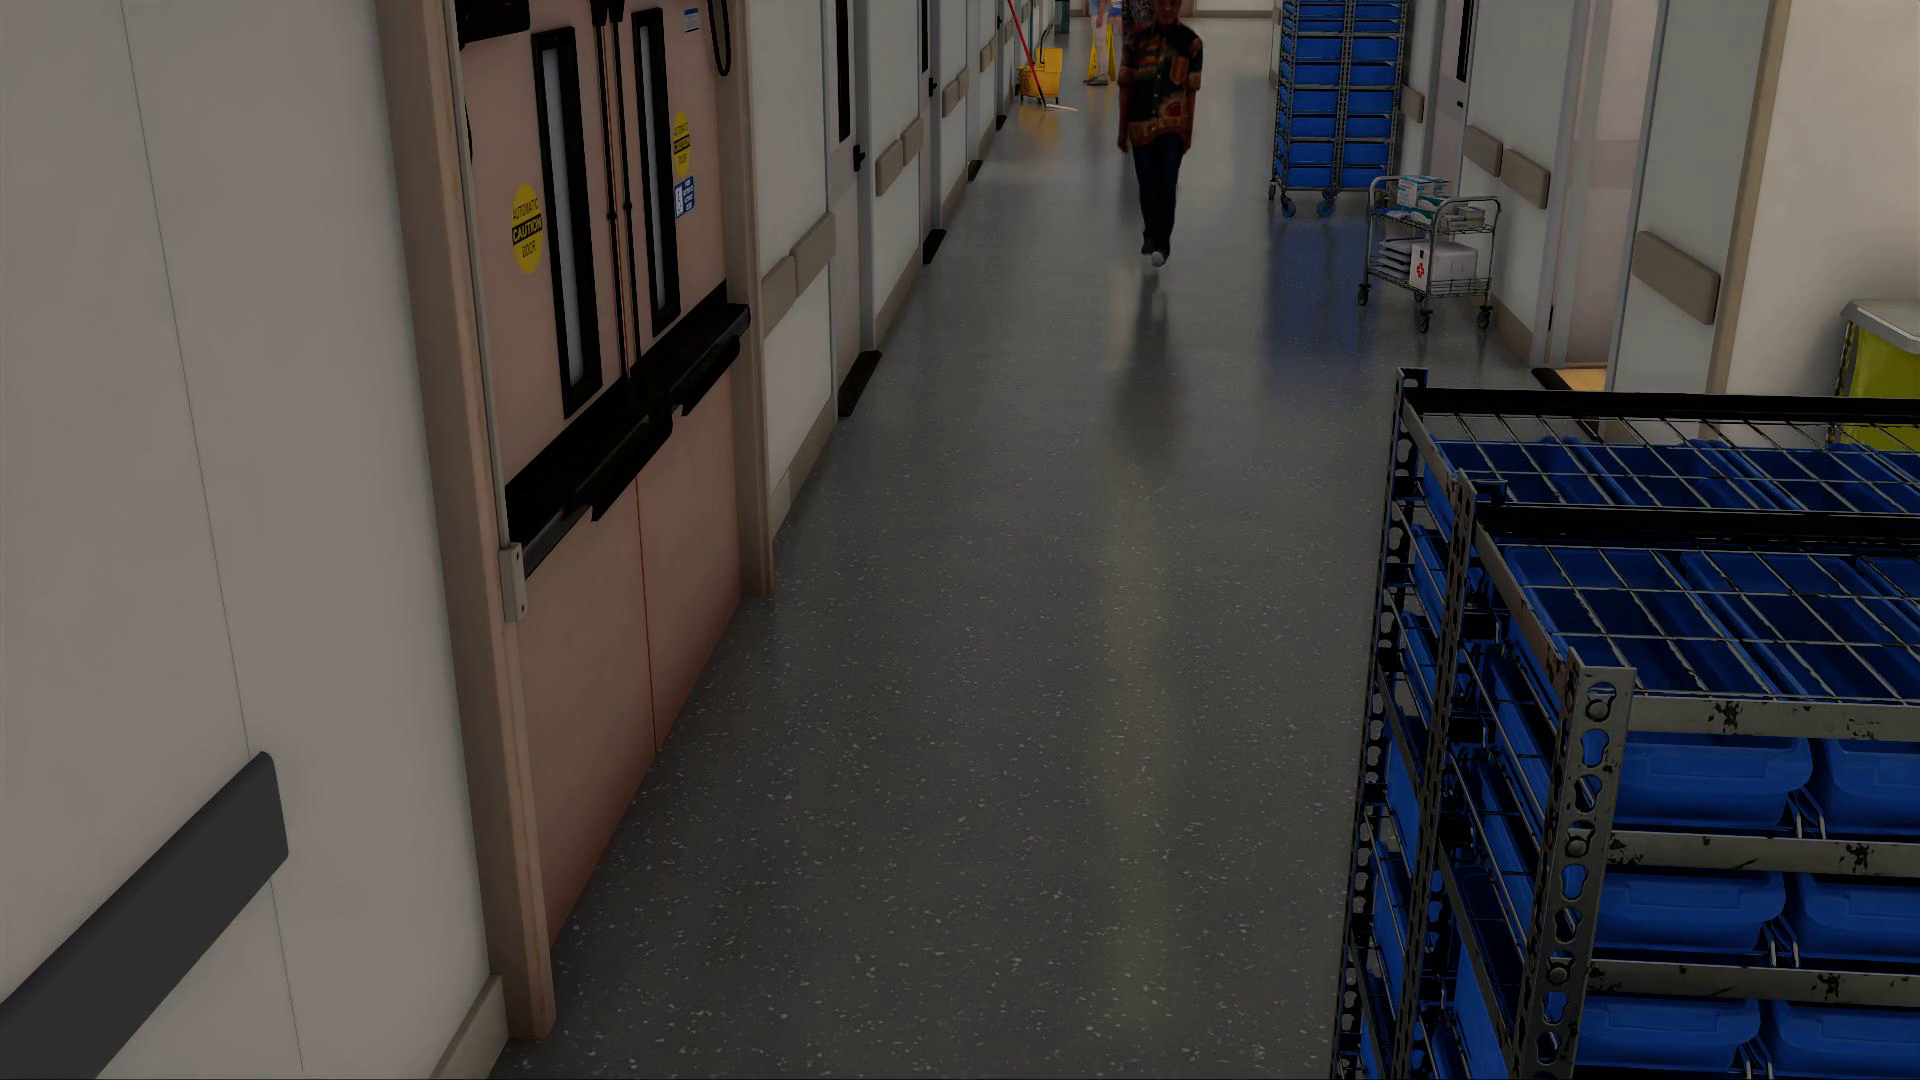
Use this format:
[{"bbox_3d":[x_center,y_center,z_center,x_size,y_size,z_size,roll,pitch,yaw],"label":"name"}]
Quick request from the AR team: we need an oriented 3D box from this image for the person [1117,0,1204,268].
[{"bbox_3d":[1.292,-2.694,10.921,0.775,1.753,1.197,4,21,11],"label":"person"}]

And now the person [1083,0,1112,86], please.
[{"bbox_3d":[1.906,-7.158,22.631,0.736,1.847,0.541,-1,21,-3],"label":"person"}]

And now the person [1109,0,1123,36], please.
[{"bbox_3d":[2.973,-10.098,31.577,0.579,1.007,0.761,-6,22,-17],"label":"person"}]

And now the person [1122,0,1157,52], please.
[{"bbox_3d":[1.997,-5.523,18.502,0.606,1.714,0.603,5,21,14],"label":"person"}]
